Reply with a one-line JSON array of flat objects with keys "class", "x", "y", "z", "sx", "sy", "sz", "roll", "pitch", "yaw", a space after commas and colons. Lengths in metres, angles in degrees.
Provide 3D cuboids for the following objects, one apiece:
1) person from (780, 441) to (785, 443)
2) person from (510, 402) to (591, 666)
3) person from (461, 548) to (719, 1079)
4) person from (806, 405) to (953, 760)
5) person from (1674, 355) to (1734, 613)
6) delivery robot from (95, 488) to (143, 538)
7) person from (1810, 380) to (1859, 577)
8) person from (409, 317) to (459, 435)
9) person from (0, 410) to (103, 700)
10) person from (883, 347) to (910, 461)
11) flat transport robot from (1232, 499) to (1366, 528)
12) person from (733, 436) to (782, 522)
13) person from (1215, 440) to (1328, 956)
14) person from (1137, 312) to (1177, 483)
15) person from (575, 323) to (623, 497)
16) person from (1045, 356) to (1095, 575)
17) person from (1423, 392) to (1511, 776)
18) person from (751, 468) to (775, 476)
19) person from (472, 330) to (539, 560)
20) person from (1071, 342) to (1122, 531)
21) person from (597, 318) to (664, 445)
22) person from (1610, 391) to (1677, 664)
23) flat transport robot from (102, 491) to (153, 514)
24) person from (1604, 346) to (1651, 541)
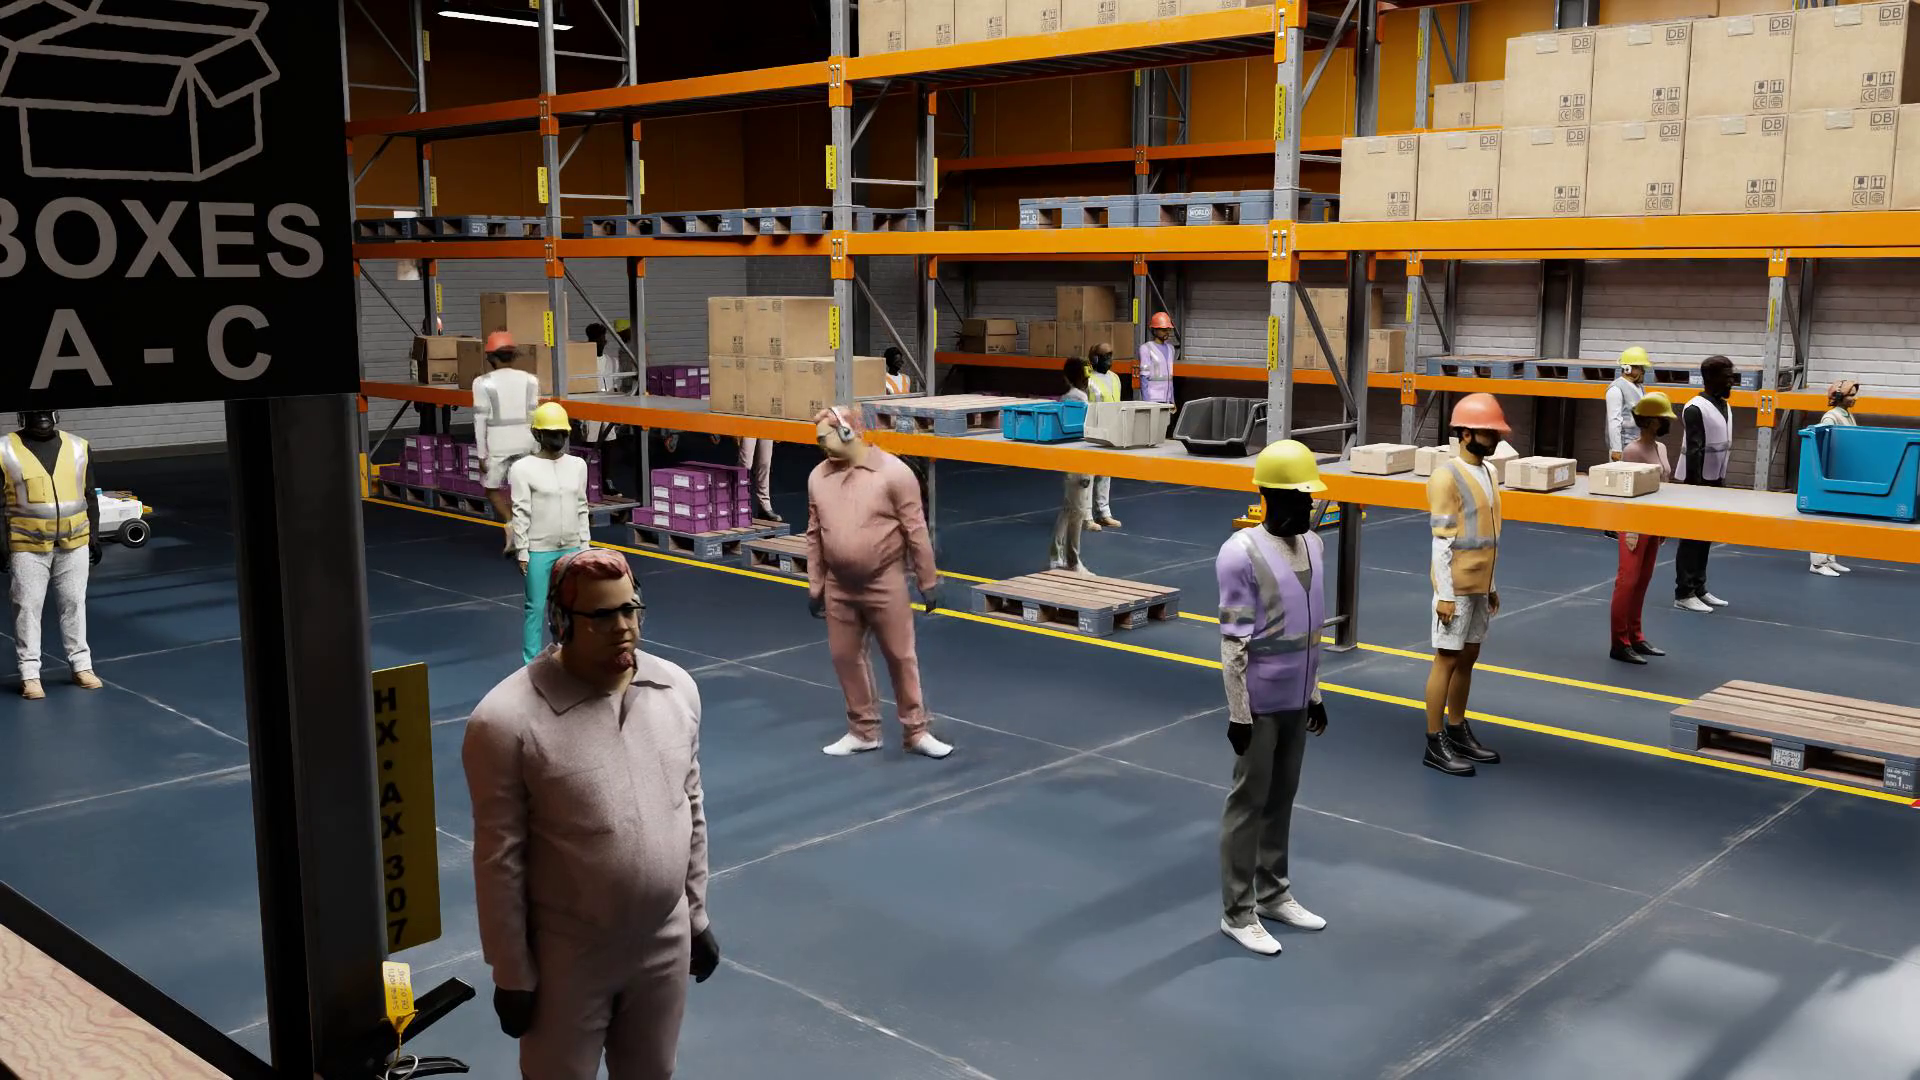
[{"class": "person", "x": -2.754, "y": -2.243, "z": 23.934, "sx": 0.429, "sy": 1.816, "sz": 0.600, "roll": 8, "pitch": 12, "yaw": 40}, {"class": "person", "x": -2.444, "y": 0.055, "z": 10.010, "sx": 0.306, "sy": 1.770, "sz": 0.525, "roll": 9, "pitch": 13, "yaw": 43}, {"class": "person", "x": -0.850, "y": 0.961, "z": 4.029, "sx": 0.410, "sy": 1.909, "sz": 0.643, "roll": 9, "pitch": 13, "yaw": 43}, {"class": "person", "x": -0.431, "y": 0.238, "z": 8.614, "sx": 0.805, "sy": 1.865, "sz": 0.436, "roll": 4, "pitch": 10, "yaw": 22}, {"class": "person", "x": 5.599, "y": -0.428, "z": 12.506, "sx": 0.392, "sy": 1.922, "sz": 0.593, "roll": 9, "pitch": 13, "yaw": 43}, {"class": "delivery robot", "x": -7.874, "y": -0.229, "z": 15.175, "sx": 0.477, "sy": 0.478, "sz": 0.707, "roll": 9, "pitch": 13, "yaw": 43}, {"class": "person", "x": 7.330, "y": -0.521, "z": 13.931, "sx": 0.307, "sy": 1.641, "sz": 0.514, "roll": 9, "pitch": 13, "yaw": 43}, {"class": "person", "x": -6.486, "y": -1.776, "z": 20.540, "sx": 0.376, "sy": 1.995, "sz": 0.612, "roll": 9, "pitch": 13, "yaw": 43}, {"class": "person", "x": -5.484, "y": 0.019, "z": 10.007, "sx": 0.429, "sy": 1.844, "sz": 0.627, "roll": 9, "pitch": 13, "yaw": 43}, {"class": "person", "x": -0.743, "y": -1.305, "z": 18.560, "sx": 0.318, "sy": 1.699, "sz": 0.535, "roll": 9, "pitch": 13, "yaw": 43}, {"class": "flat transport robot", "x": 3.385, "y": -0.262, "z": 16.528, "sx": 0.652, "sy": 0.197, "sz": 1.431, "roll": 9, "pitch": 13, "yaw": 43}, {"class": "person", "x": -2.051, "y": -1.152, "z": 16.711, "sx": 0.376, "sy": 1.997, "sz": 0.612, "roll": 9, "pitch": 13, "yaw": 43}, {"class": "person", "x": 1.200, "y": 0.579, "z": 6.307, "sx": 0.363, "sy": 1.928, "sz": 0.587, "roll": 9, "pitch": 13, "yaw": 43}, {"class": "person", "x": 2.388, "y": -1.705, "z": 19.961, "sx": 0.370, "sy": 2.044, "sz": 0.608, "roll": 9, "pitch": 13, "yaw": 43}, {"class": "person", "x": -4.030, "y": -1.430, "z": 18.505, "sx": 0.367, "sy": 1.967, "sz": 0.606, "roll": 9, "pitch": 13, "yaw": 43}, {"class": "person", "x": 0.930, "y": -0.605, "z": 13.877, "sx": 0.369, "sy": 1.836, "sz": 0.653, "roll": -2, "pitch": 9, "yaw": -9}, {"class": "person", "x": 2.591, "y": 0.218, "z": 8.485, "sx": 0.351, "sy": 1.941, "sz": 0.545, "roll": 9, "pitch": 13, "yaw": 43}, {"class": "person", "x": -2.538, "y": -1.768, "z": 20.660, "sx": 0.351, "sy": 1.941, "sz": 0.545, "roll": 9, "pitch": 13, "yaw": 43}, {"class": "person", "x": -3.929, "y": -0.805, "z": 14.507, "sx": 0.624, "sy": 2.031, "sz": 0.557, "roll": -7, "pitch": 12, "yaw": -38}, {"class": "person", "x": 1.376, "y": -1.017, "z": 16.359, "sx": 0.429, "sy": 1.844, "sz": 0.627, "roll": 9, "pitch": 13, "yaw": 43}, {"class": "person", "x": -4.798, "y": -2.307, "z": 24.237, "sx": 1.031, "sy": 1.865, "sz": 0.619, "roll": -7, "pitch": 12, "yaw": -38}, {"class": "person", "x": 4.474, "y": -0.085, "z": 10.873, "sx": 0.306, "sy": 1.770, "sz": 0.525, "roll": 9, "pitch": 13, "yaw": 43}, {"class": "flat transport robot", "x": -9.076, "y": -0.321, "z": 16.894, "sx": 0.652, "sy": 0.197, "sz": 1.431, "roll": 9, "pitch": 13, "yaw": 43}, {"class": "person", "x": 6.306, "y": -0.907, "z": 15.702, "sx": 0.404, "sy": 1.835, "sz": 0.590, "roll": 9, "pitch": 13, "yaw": 43}]
